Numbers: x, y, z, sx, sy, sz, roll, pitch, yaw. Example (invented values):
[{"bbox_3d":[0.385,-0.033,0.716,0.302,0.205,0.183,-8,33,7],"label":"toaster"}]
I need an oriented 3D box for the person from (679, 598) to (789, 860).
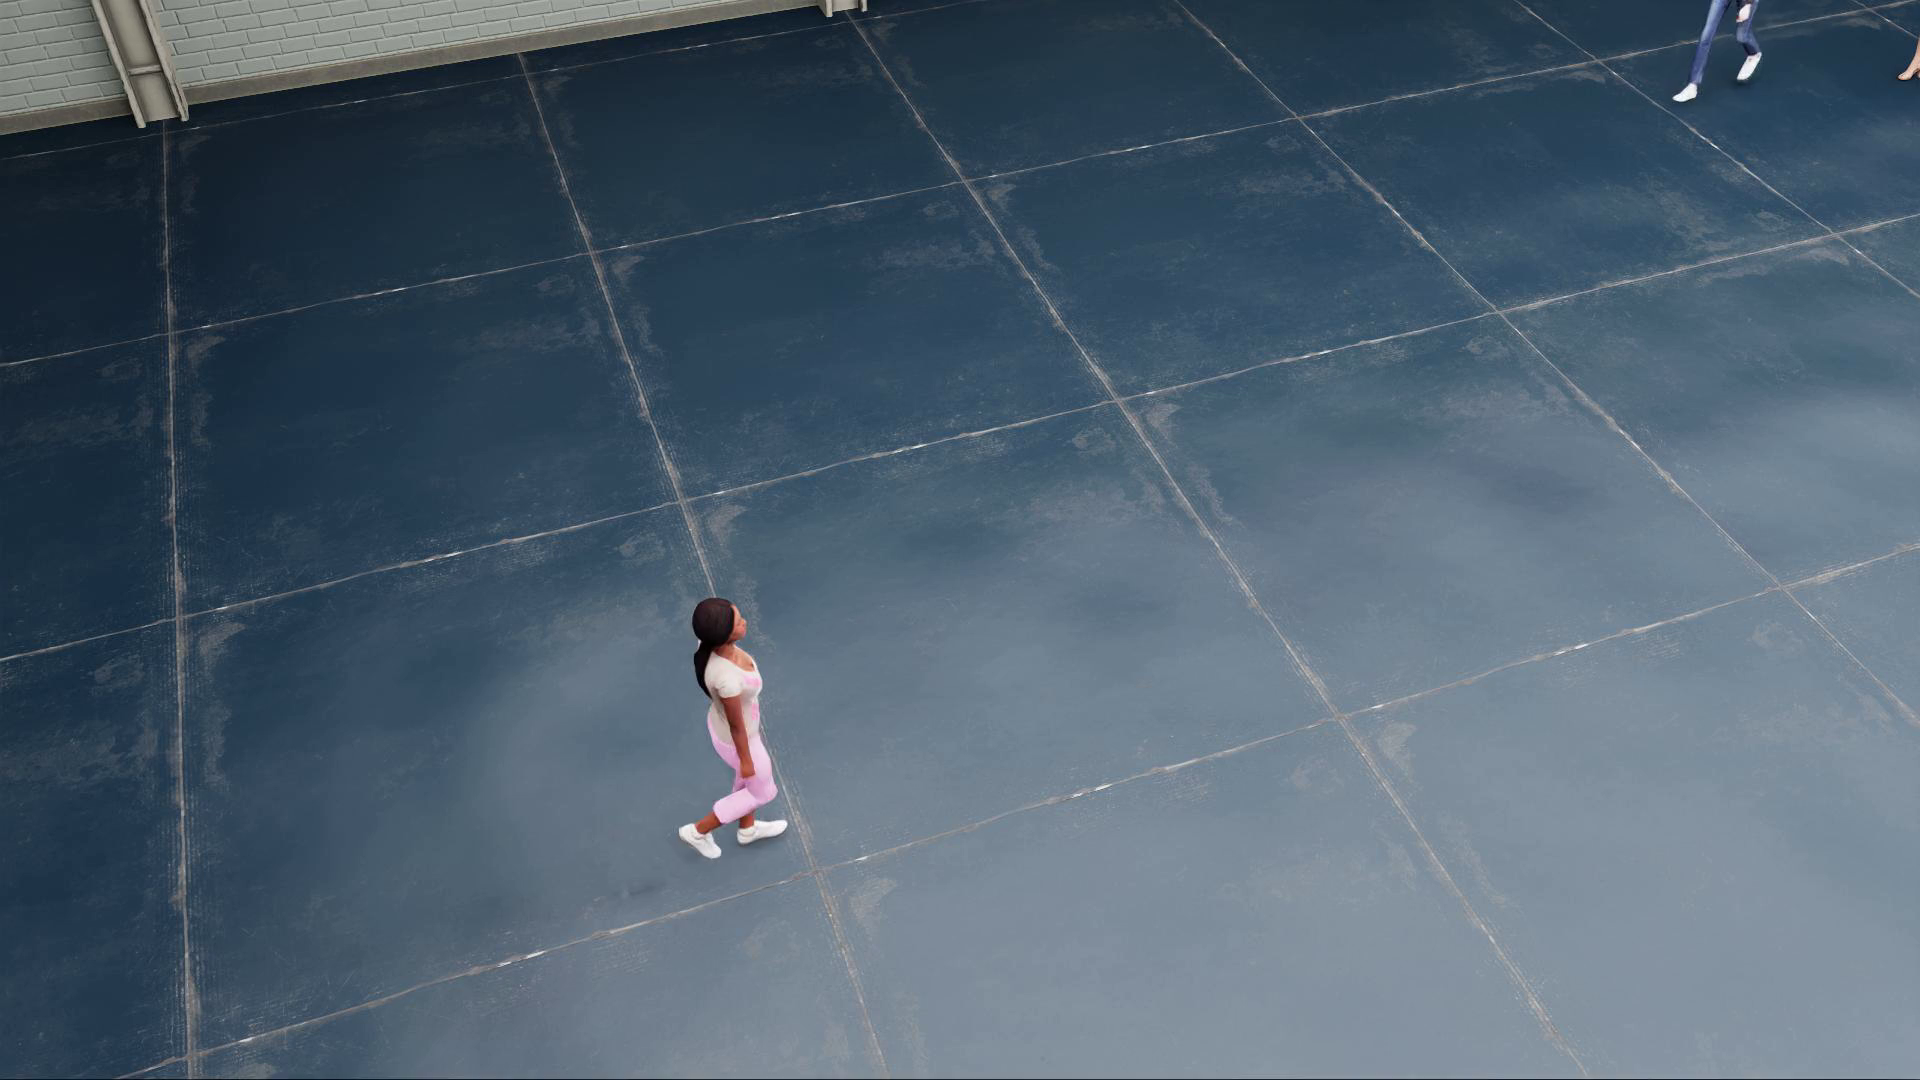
[{"bbox_3d":[-1.154,0.951,7.929,0.766,1.729,0.588,-12,44,-13],"label":"person"}]

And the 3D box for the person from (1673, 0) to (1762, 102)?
[{"bbox_3d":[6.487,-4.501,13.749,1.235,1.754,0.800,-25,49,-25],"label":"person"}]
